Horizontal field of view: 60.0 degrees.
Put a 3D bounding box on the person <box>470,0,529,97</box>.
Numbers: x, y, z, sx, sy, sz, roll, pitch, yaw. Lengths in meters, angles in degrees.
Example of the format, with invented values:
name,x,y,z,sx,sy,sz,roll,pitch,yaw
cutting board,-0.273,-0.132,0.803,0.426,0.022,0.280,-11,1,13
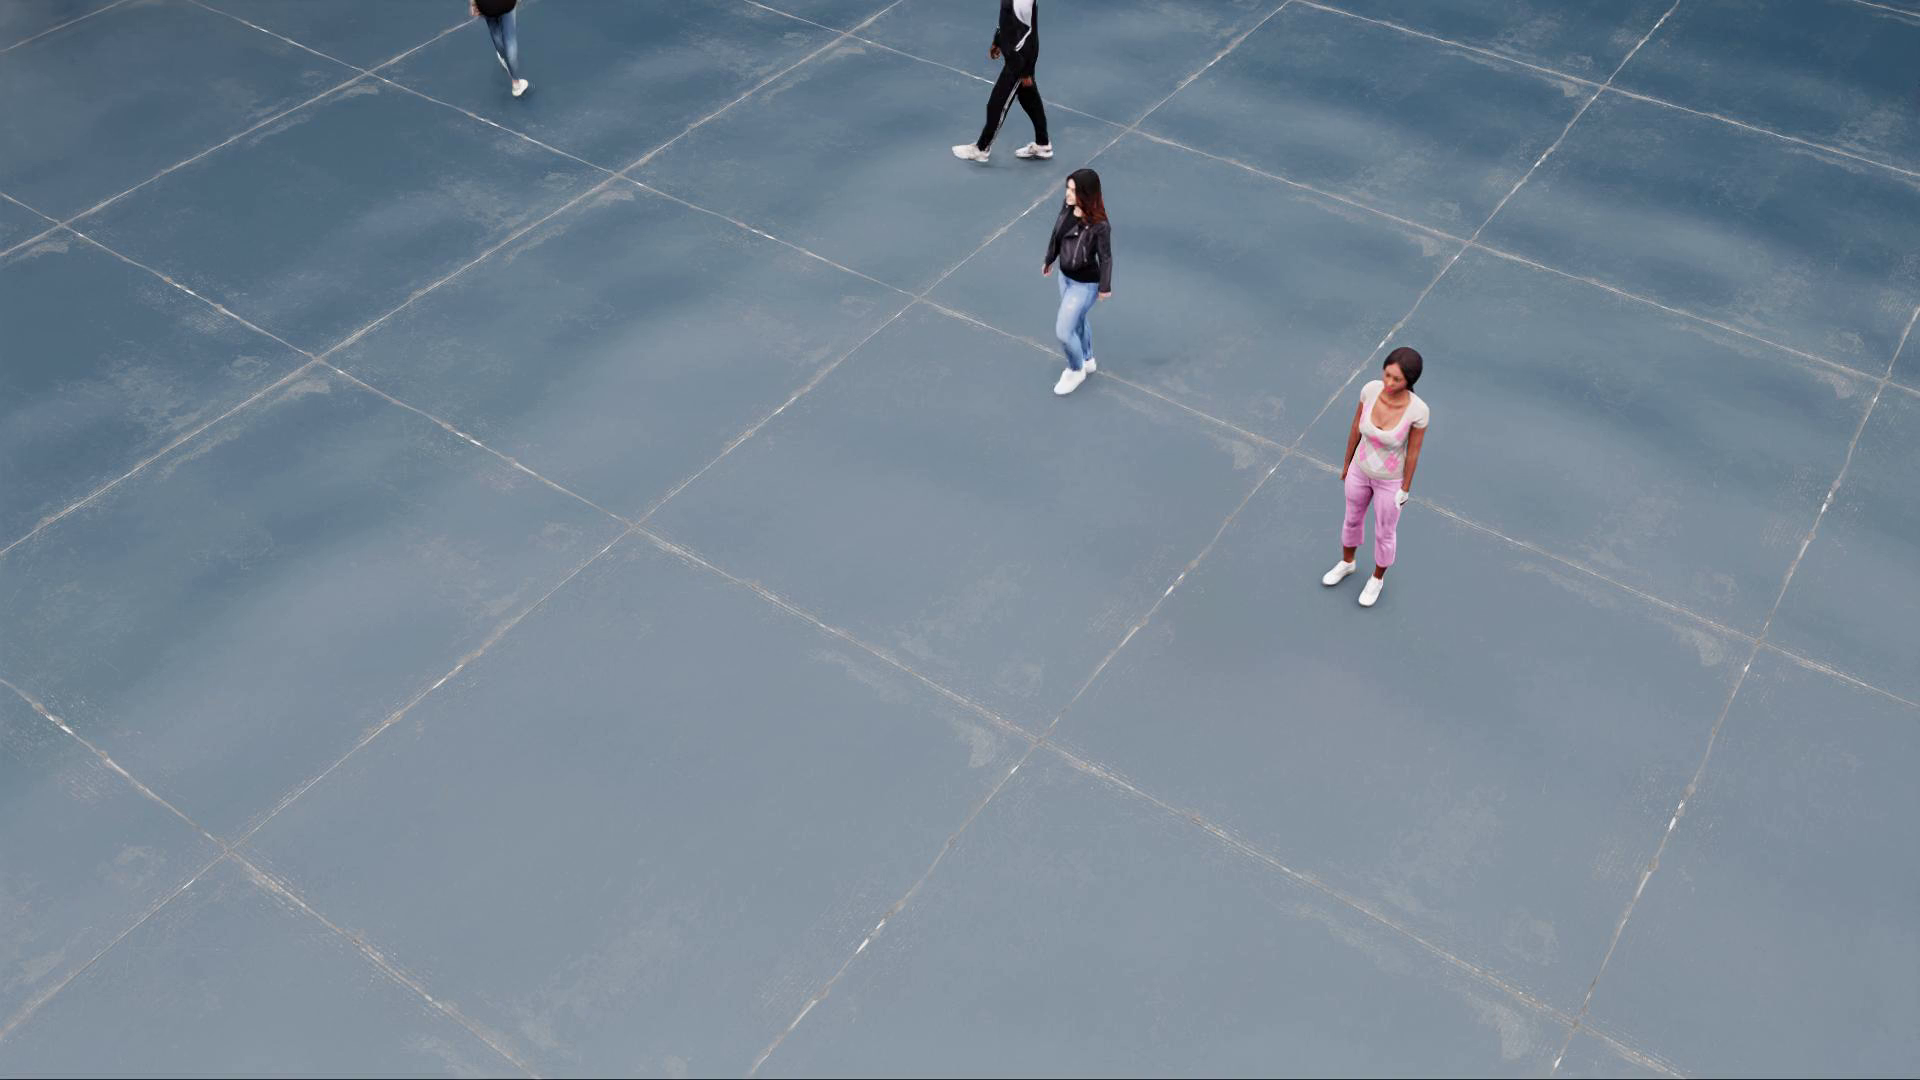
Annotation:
name,x,y,z,sx,sy,sz,roll,pitch,yaw
person,-3.873,-4.484,13.836,1.010,1.615,1.068,-4,43,-4

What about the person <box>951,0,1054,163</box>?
name,x,y,z,sx,sy,sz,roll,pitch,yaw
person,0.555,-3.763,12.925,1.161,1.804,0.989,4,43,5

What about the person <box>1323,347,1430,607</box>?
name,x,y,z,sx,sy,sz,roll,pitch,yaw
person,2.353,-0.364,9.333,0.484,1.740,0.643,31,51,29

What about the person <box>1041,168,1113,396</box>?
name,x,y,z,sx,sy,sz,roll,pitch,yaw
person,0.841,-1.727,10.879,0.823,1.622,0.731,-18,46,-18
